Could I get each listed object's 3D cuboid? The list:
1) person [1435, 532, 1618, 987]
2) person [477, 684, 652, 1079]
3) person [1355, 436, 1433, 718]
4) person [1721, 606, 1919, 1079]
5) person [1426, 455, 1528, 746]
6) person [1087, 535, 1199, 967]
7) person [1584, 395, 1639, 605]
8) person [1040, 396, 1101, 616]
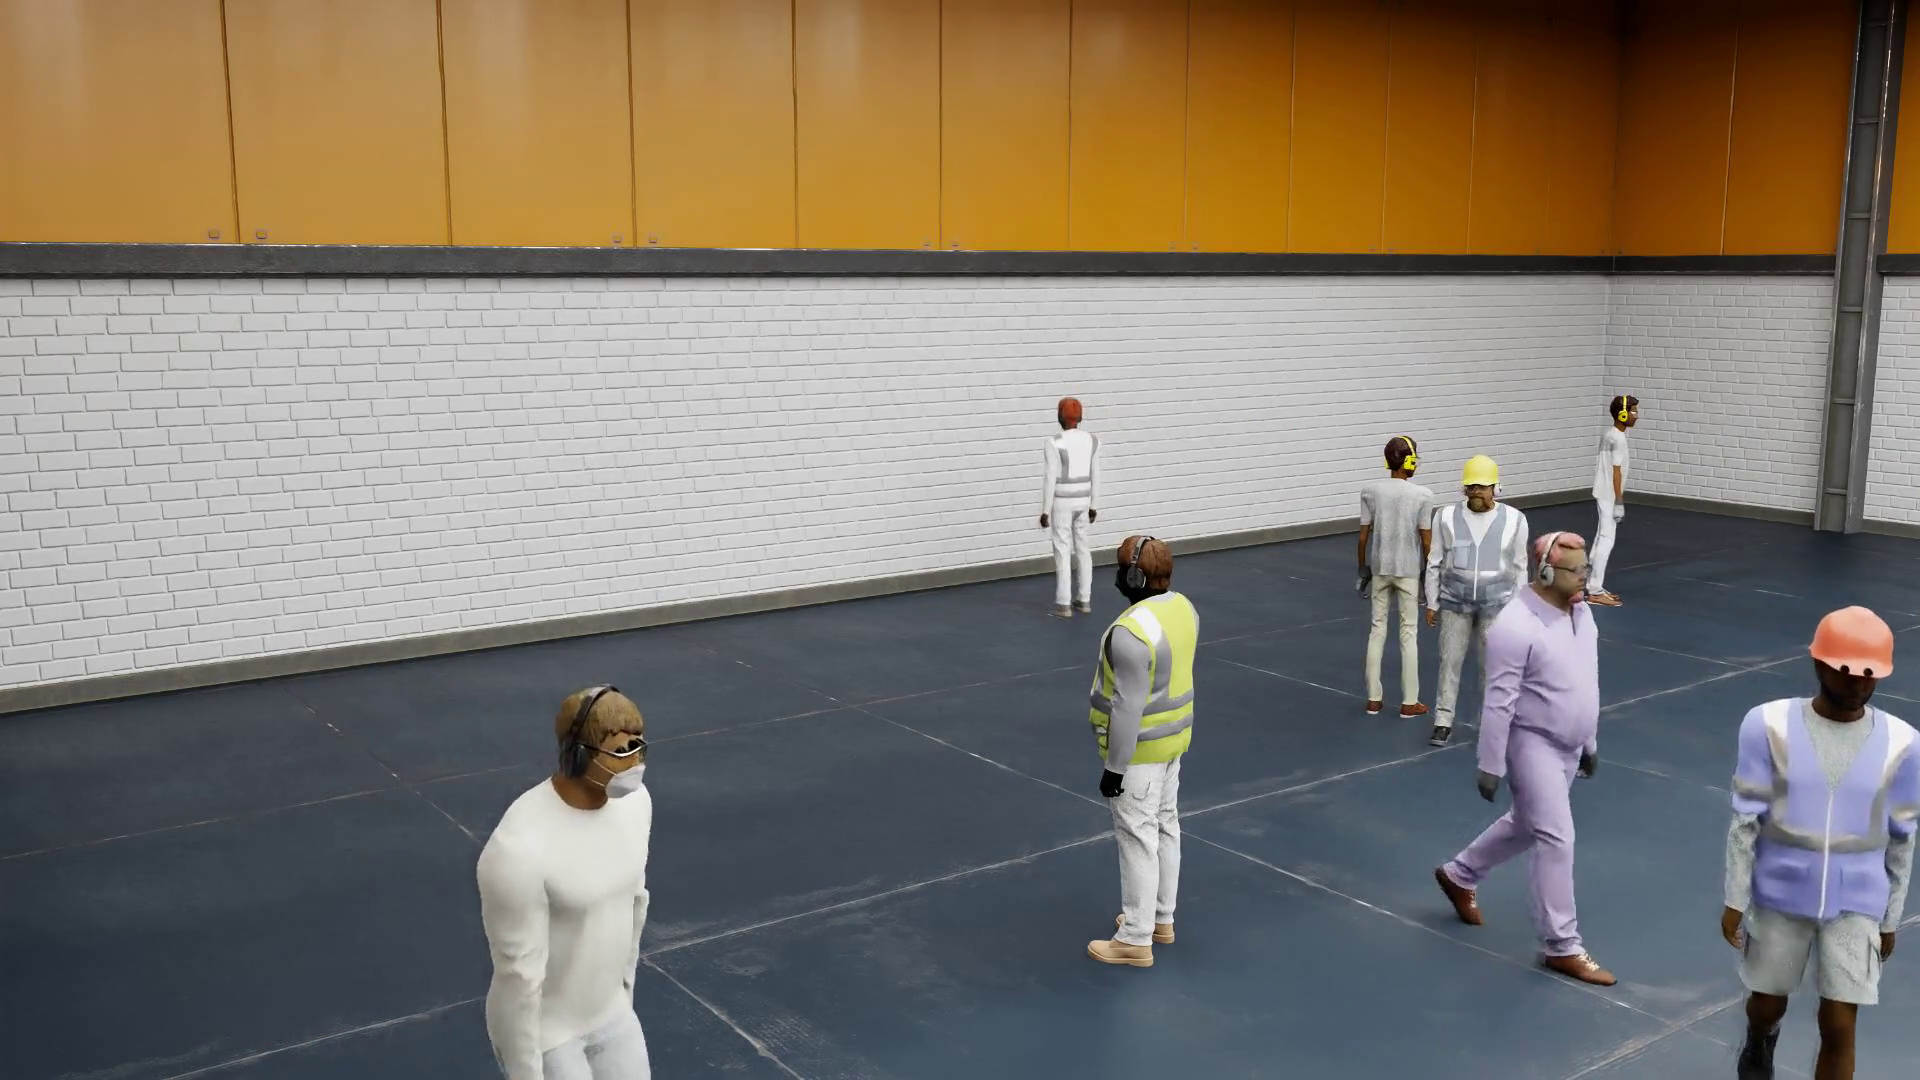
[{"bbox_3d":[2.436,0.872,7.132,0.665,1.881,0.900,-8,12,-41],"label":"person"},{"bbox_3d":[-1.067,1.295,4.432,0.567,1.911,0.635,4,10,25],"label":"person"},{"bbox_3d":[2.883,0.245,11.026,0.521,1.864,0.335,6,11,32],"label":"person"},{"bbox_3d":[2.792,1.127,5.433,0.558,1.915,0.746,4,10,21],"label":"person"},{"bbox_3d":[3.174,0.385,10.254,0.600,1.829,0.404,3,10,19],"label":"person"},{"bbox_3d":[0.768,0.889,7.114,0.429,1.844,0.627,5,11,29],"label":"person"},{"bbox_3d":[5.781,-0.356,14.749,0.348,1.860,0.507,2,9,14],"label":"person"},{"bbox_3d":[0.943,-0.291,14.266,0.583,1.883,0.343,-6,11,-33],"label":"person"}]
